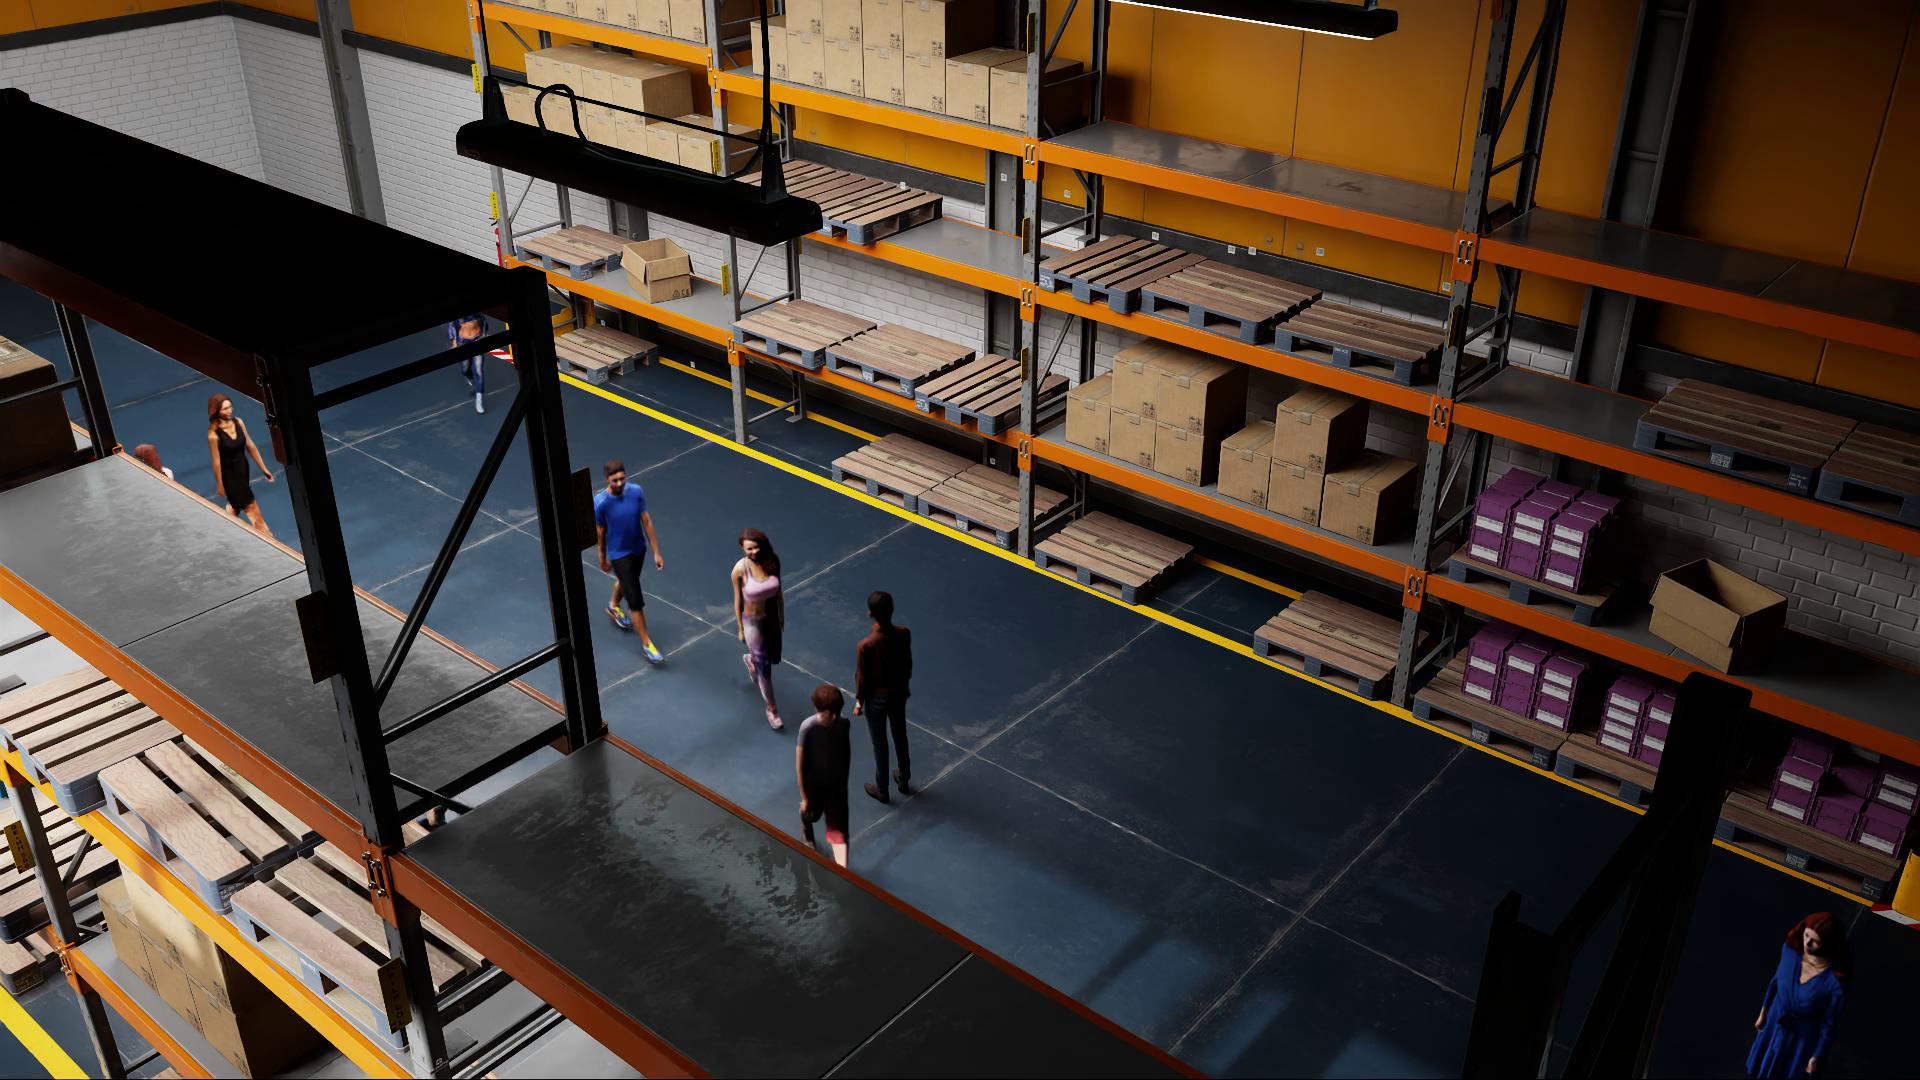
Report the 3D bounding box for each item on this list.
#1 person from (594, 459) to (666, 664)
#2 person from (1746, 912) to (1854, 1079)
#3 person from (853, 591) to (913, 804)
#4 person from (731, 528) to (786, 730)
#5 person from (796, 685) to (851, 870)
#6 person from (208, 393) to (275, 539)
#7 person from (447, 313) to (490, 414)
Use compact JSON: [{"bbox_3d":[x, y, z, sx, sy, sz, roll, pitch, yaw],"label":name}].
[{"bbox_3d":[-2.948,0.095,14.465,0.744,1.818,1.303,-24,36,-36],"label":"person"},{"bbox_3d":[4.749,2.831,9.442,0.764,1.824,0.665,-11,30,-19],"label":"person"},{"bbox_3d":[-0.553,1.180,12.519,0.698,1.777,0.615,-18,34,-30],"label":"person"},{"bbox_3d":[-1.654,0.659,13.505,0.777,1.747,1.072,-18,34,-30],"label":"person"},{"bbox_3d":[-1.000,1.684,11.772,0.985,1.607,1.238,-10,30,-17],"label":"person"},{"bbox_3d":[-6.882,-0.533,15.647,1.229,1.788,0.901,8,30,14],"label":"person"},{"bbox_3d":[-5.633,-2.280,19.051,0.892,1.595,1.076,-11,31,-20],"label":"person"}]
